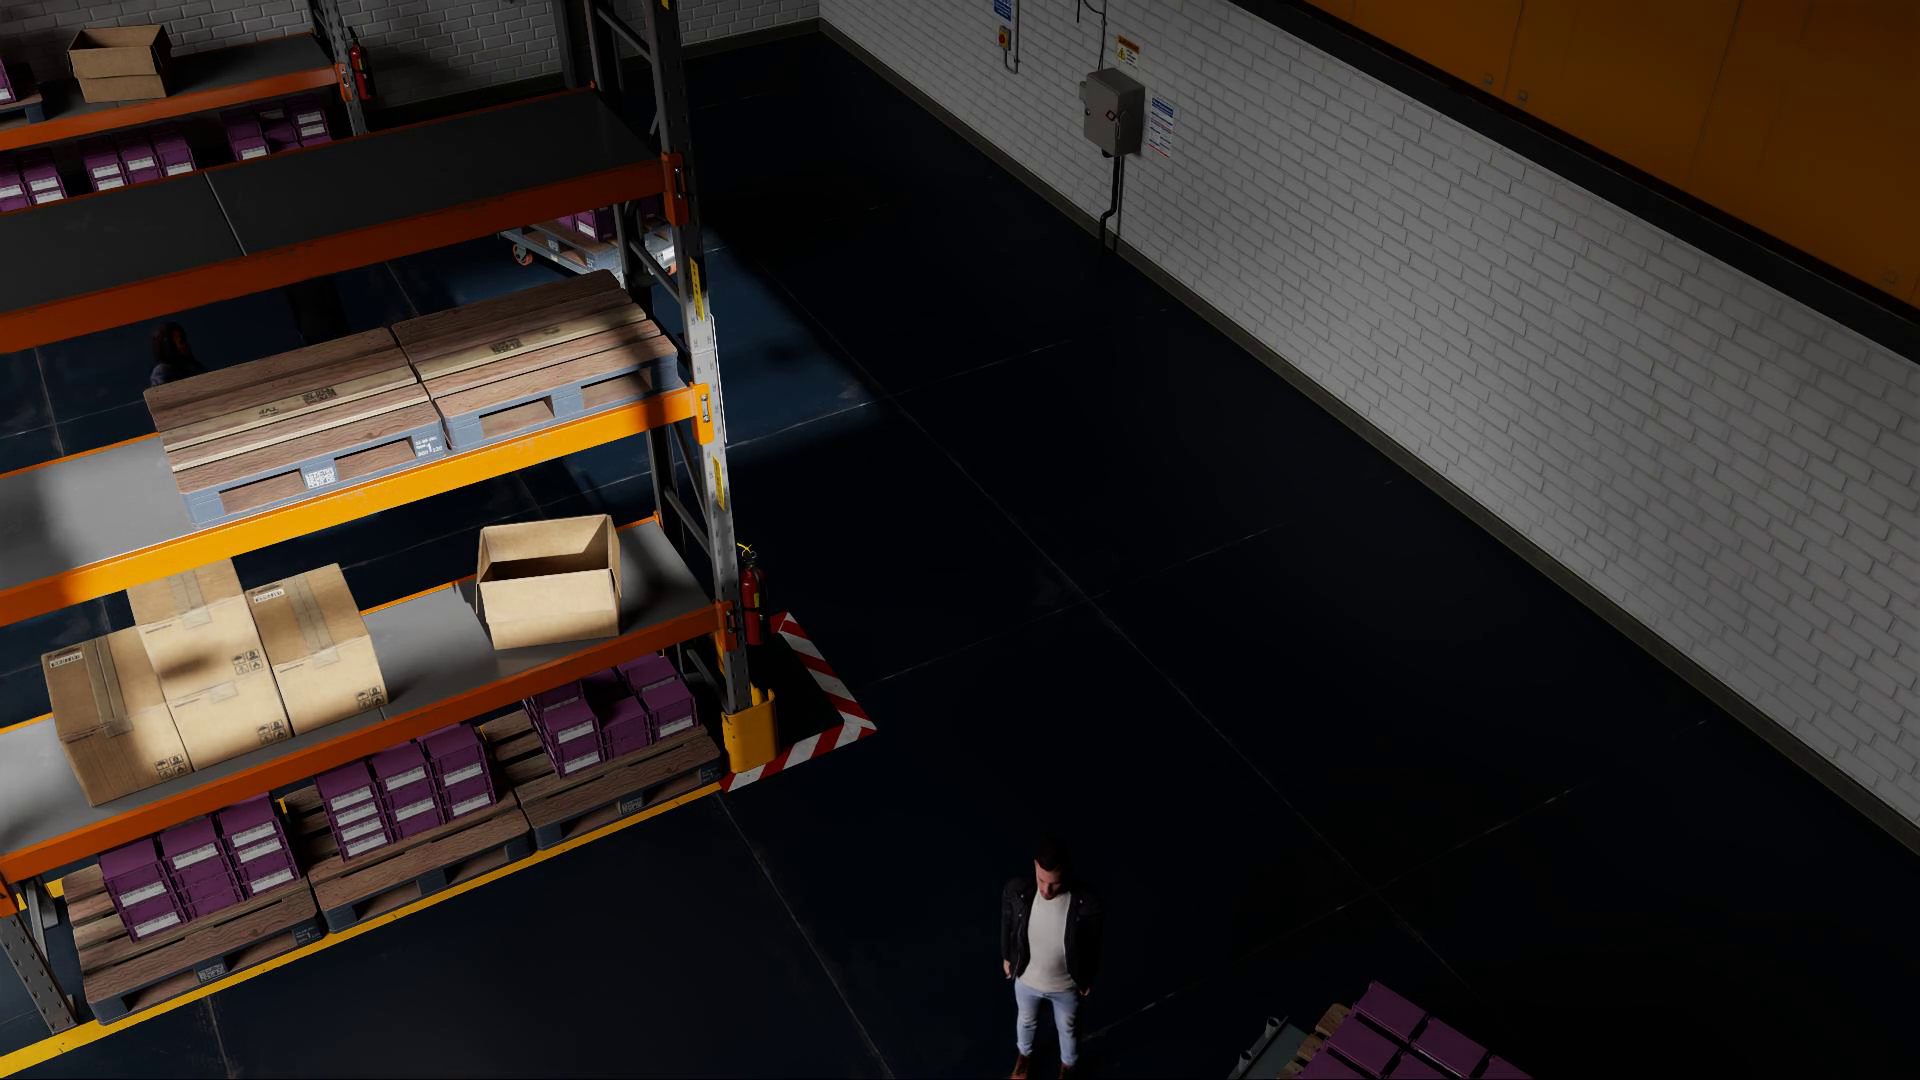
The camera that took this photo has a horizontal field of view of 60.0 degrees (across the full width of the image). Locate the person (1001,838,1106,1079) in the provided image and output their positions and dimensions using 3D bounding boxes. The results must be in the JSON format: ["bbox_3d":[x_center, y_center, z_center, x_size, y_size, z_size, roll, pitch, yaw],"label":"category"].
[{"bbox_3d":[0.446,2.086,8.105,0.709,1.830,0.780,8,39,9],"label":"person"}]

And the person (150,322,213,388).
[{"bbox_3d":[-5.545,-0.842,11.967,0.823,1.585,0.801,-3,39,-4],"label":"person"}]
